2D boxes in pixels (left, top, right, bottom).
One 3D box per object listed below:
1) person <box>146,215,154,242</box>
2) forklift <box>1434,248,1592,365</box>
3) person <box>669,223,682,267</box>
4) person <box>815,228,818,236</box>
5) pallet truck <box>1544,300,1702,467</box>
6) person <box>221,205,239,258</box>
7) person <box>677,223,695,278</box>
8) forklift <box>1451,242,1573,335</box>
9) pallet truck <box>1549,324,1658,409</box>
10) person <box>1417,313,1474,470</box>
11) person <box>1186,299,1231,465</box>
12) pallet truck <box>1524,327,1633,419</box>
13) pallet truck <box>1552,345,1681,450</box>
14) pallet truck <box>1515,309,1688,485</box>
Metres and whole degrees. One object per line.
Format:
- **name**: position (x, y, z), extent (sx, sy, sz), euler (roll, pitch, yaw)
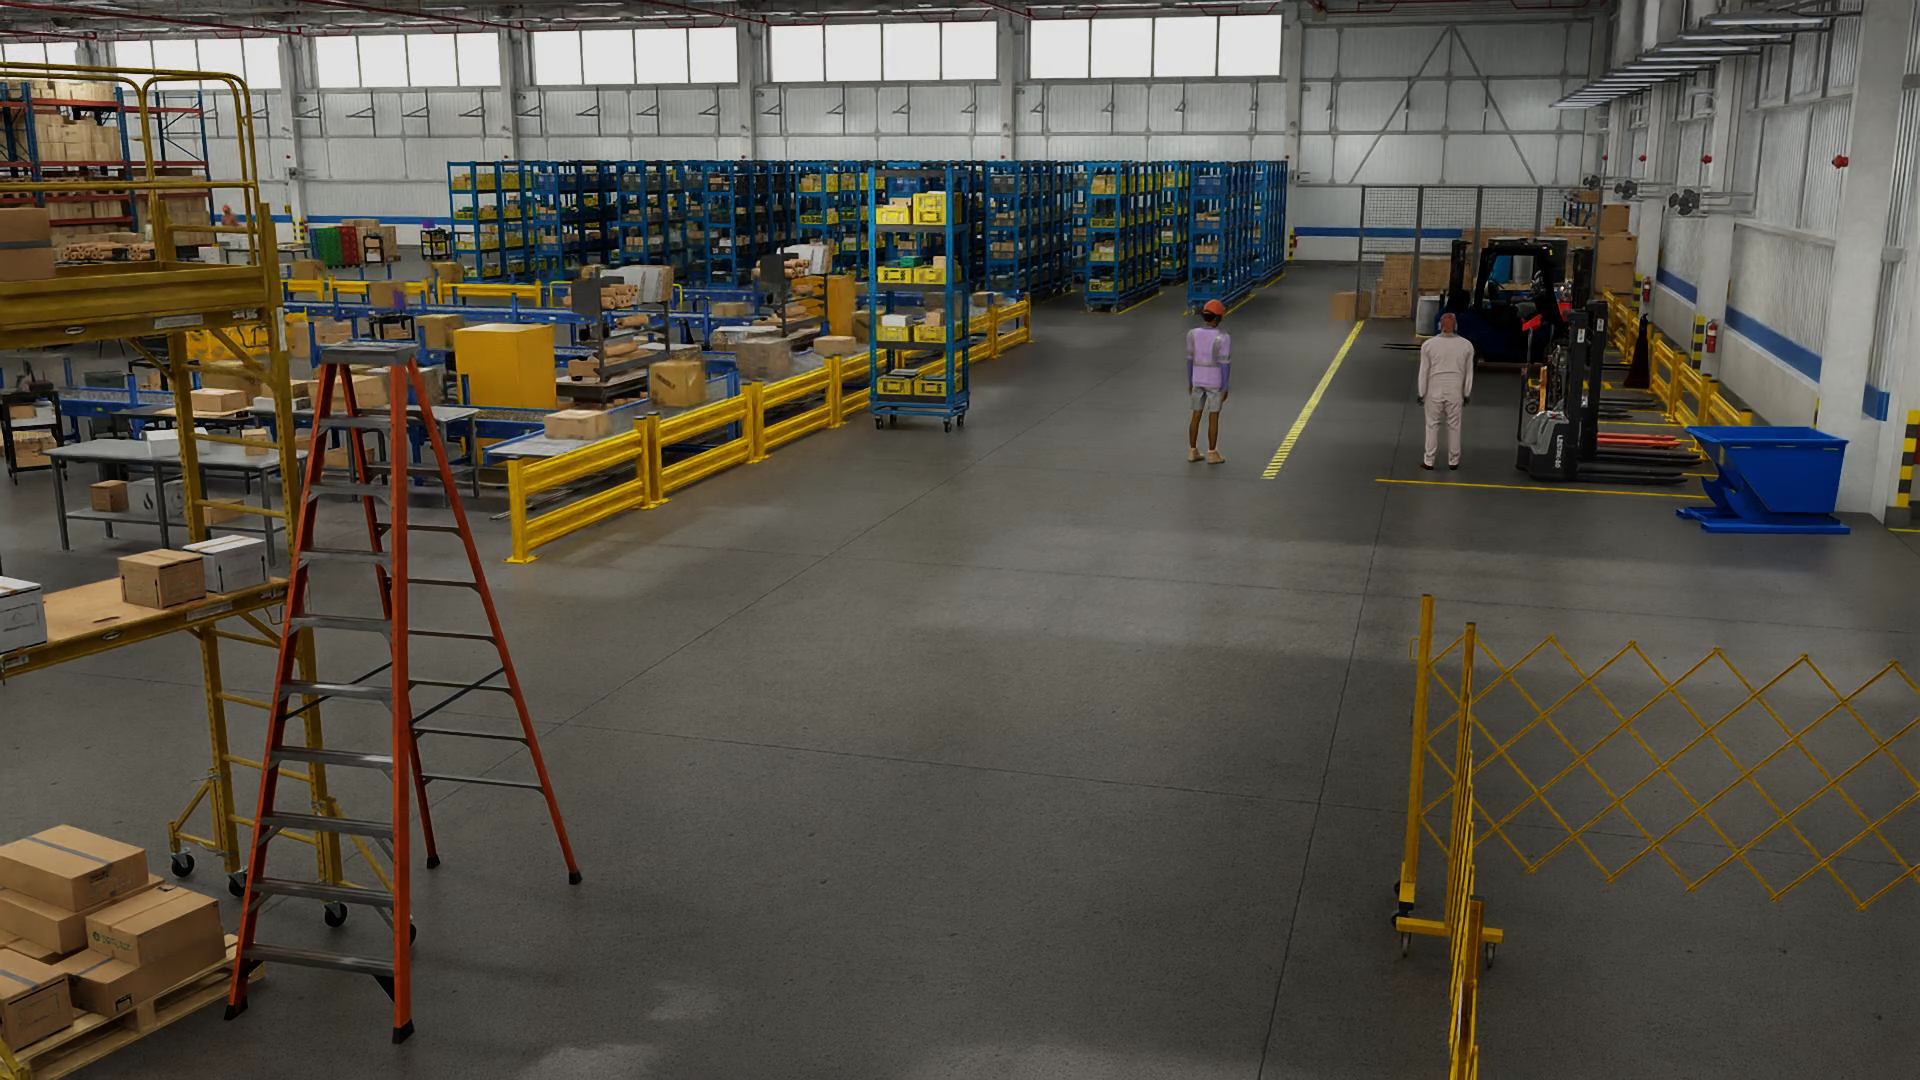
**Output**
- **person**: position (-28.245, -10.540, 58.315), extent (0.536, 1.734, 0.864), euler (3, 13, 14)
- **forklift**: position (9.780, -4.111, 29.280), extent (2.680, 1.987, 1.157), euler (3, 13, 14)
- **person**: position (-8.741, -8.847, 50.653), extent (0.996, 1.897, 0.670), euler (8, 15, 31)
- **person**: position (-4.335, -8.806, 50.614), extent (0.703, 1.822, 0.582), euler (7, 15, 28)
- **pallet truck**: position (8.263, -1.952, 20.631), extent (1.885, 1.965, 0.823), euler (5, 14, 20)
- **person**: position (-27.205, -11.496, 61.993), extent (0.635, 1.932, 1.039), euler (2, 13, 10)
- **person**: position (-8.420, -8.859, 50.959), extent (0.740, 1.787, 0.407), euler (-3, 13, -12)
- **forklift**: position (10.464, -4.597, 31.405), extent (2.680, 1.987, 1.157), euler (4, 14, 16)
- **pallet truck**: position (9.824, -2.669, 25.407), extent (1.601, 1.201, 0.680), euler (4, 14, 16)
- **person**: position (5.861, -1.795, 20.152), extent (0.651, 1.906, 0.403), euler (1, 13, 3)
- **person**: position (3.077, -1.947, 20.540), extent (0.603, 2.035, 0.402), euler (10, 16, 37)
- **pallet truck**: position (9.065, -2.460, 24.370), extent (1.522, 1.261, 0.704), euler (3, 13, 14)
- **pallet truck**: position (8.641, -1.896, 21.908), extent (1.630, 1.274, 0.653), euler (4, 14, 16)
- **pallet truck**: position (7.554, -1.677, 19.446), extent (1.885, 1.965, 0.823), euler (3, 13, 14)
